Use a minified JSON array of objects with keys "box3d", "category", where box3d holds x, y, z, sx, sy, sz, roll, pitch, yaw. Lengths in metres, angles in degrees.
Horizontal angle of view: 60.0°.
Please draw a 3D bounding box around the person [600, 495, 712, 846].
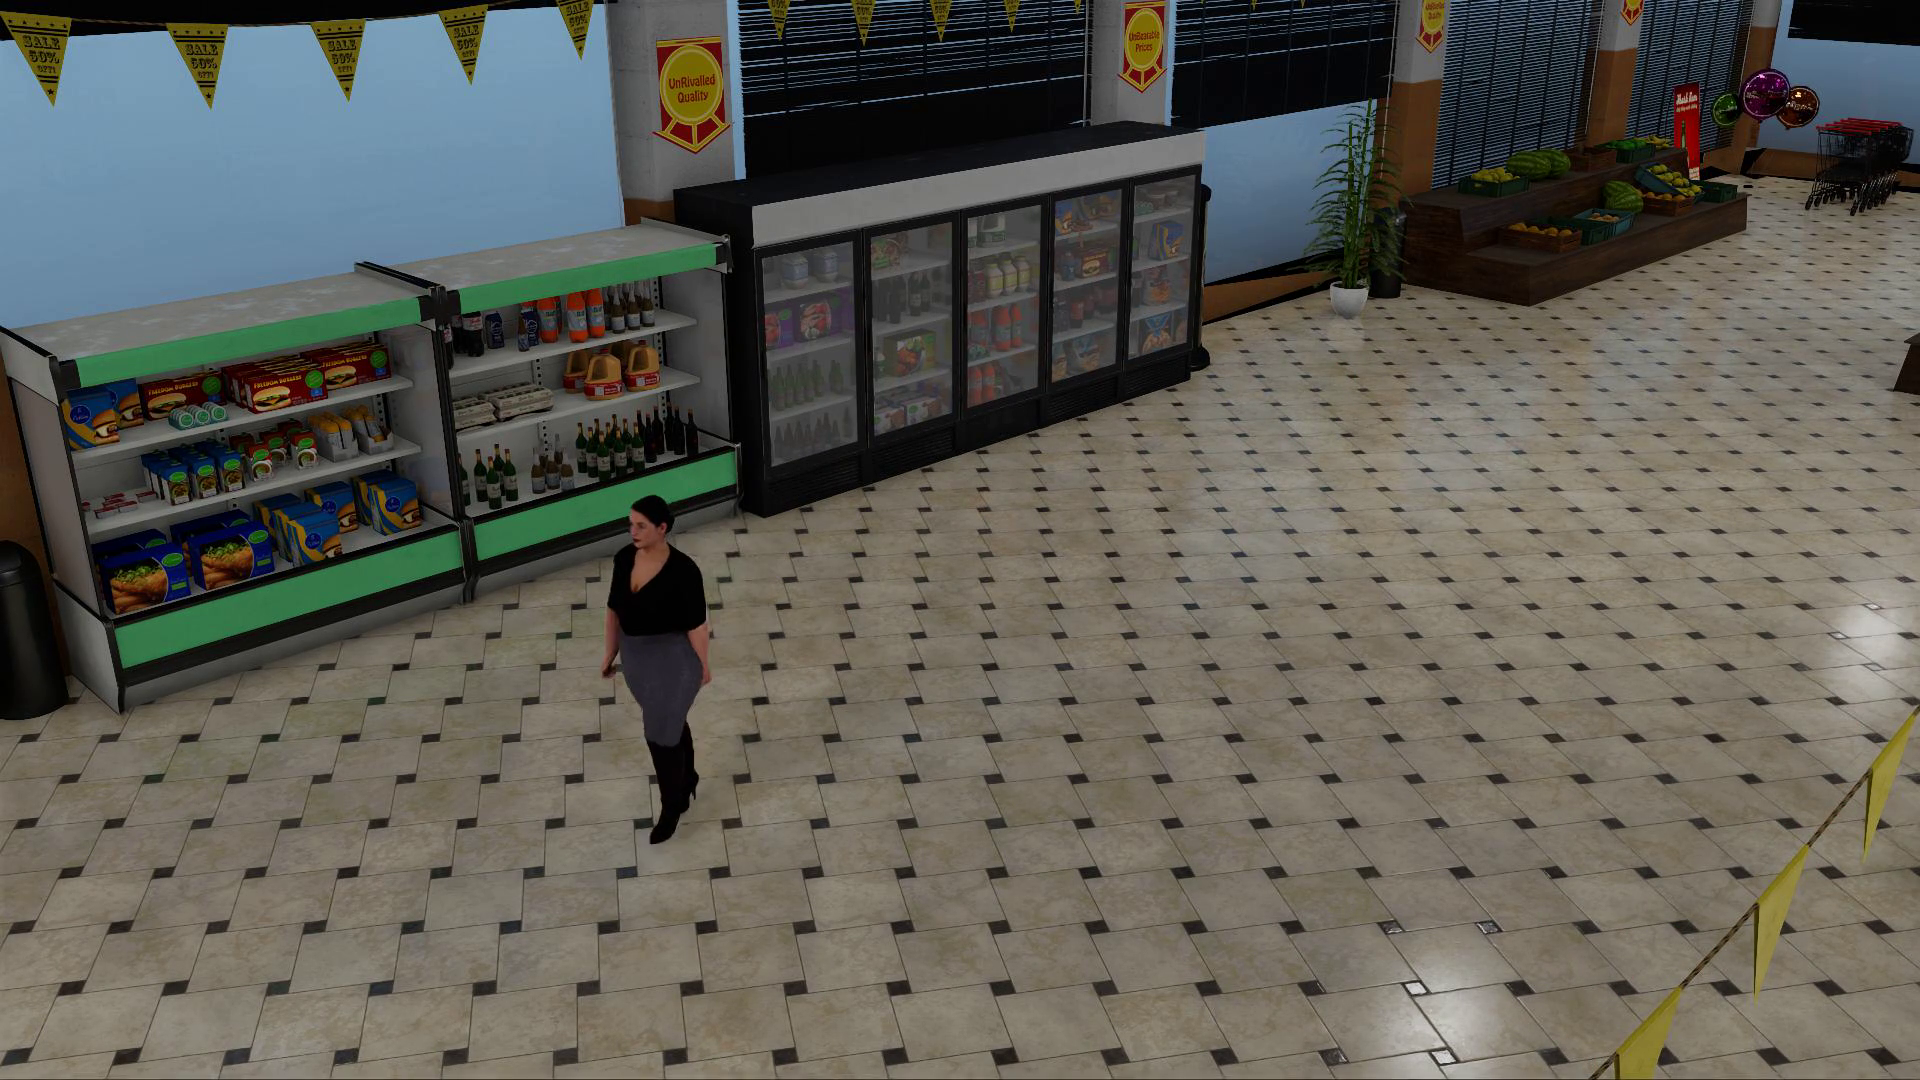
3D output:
[{"box3d":[-1.387,0.579,8.098,0.703,1.740,0.752,17,27,35],"category":"person"}]
